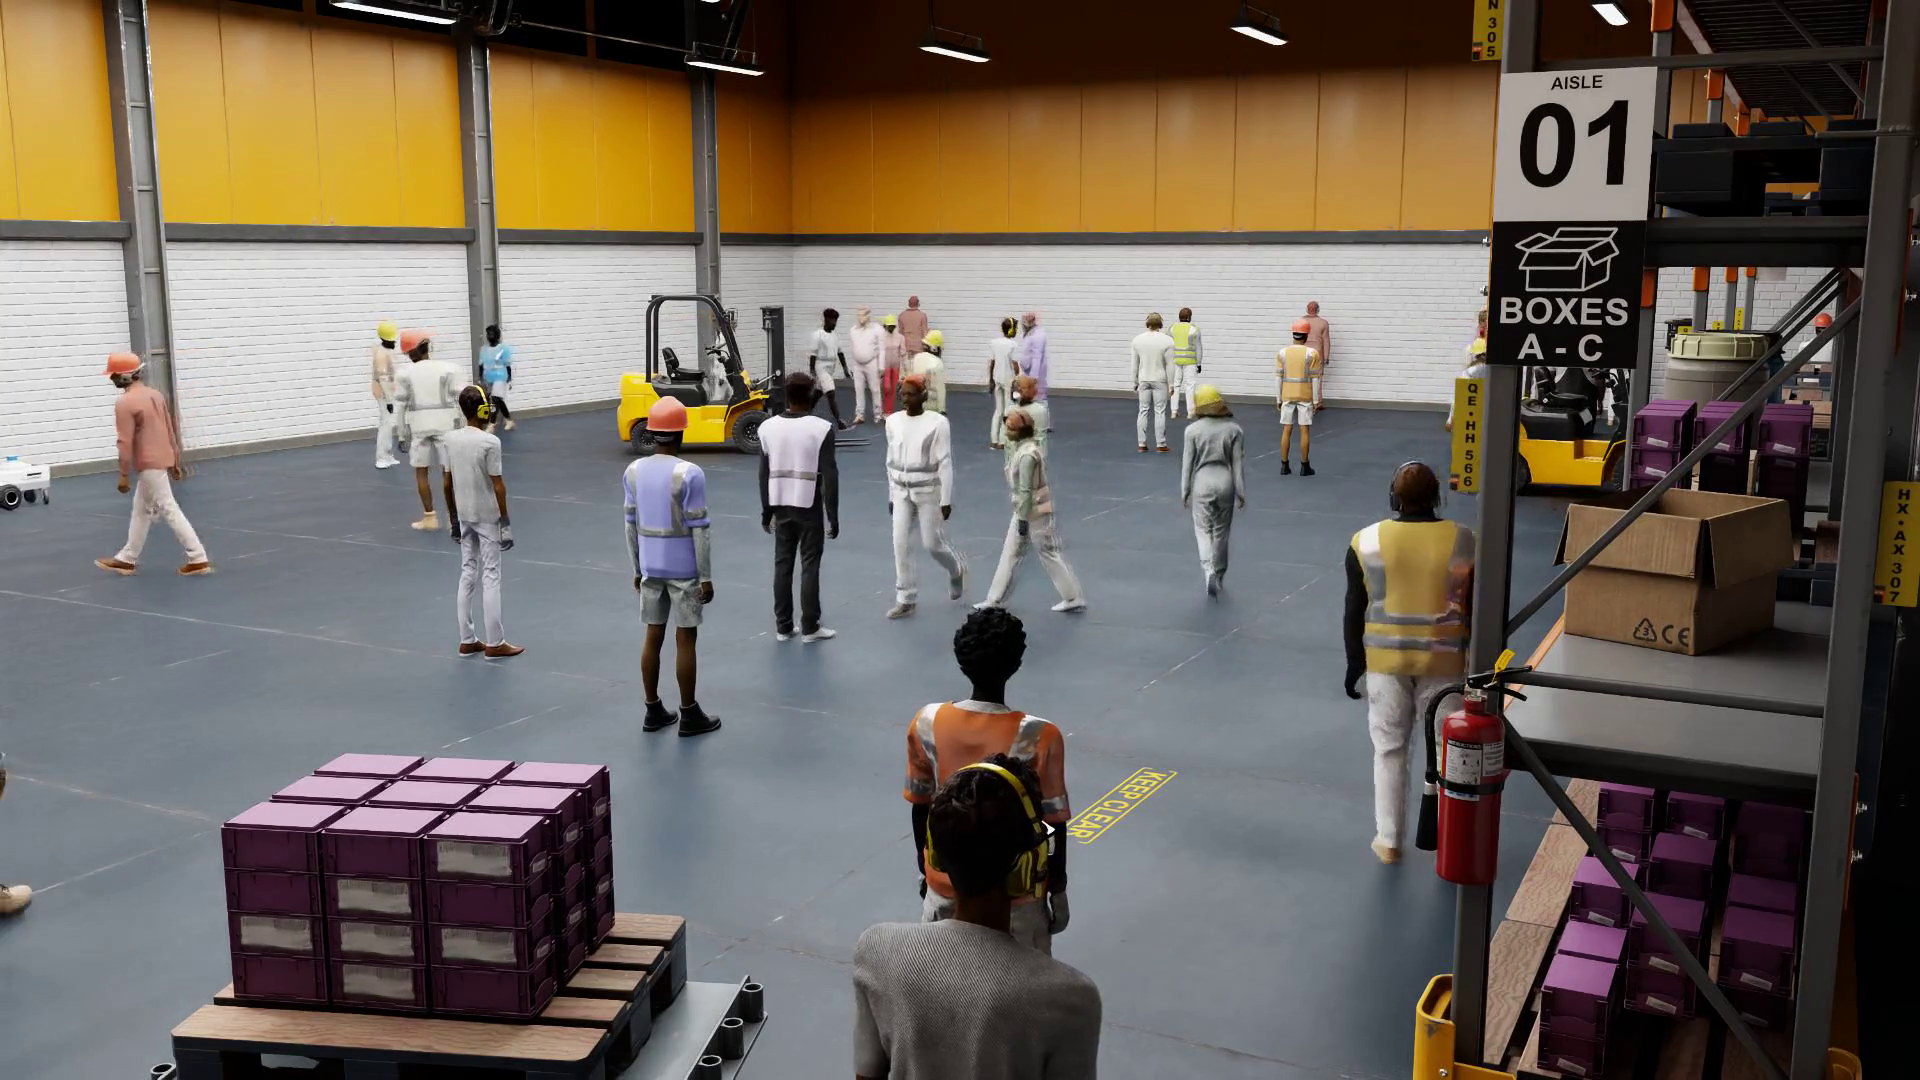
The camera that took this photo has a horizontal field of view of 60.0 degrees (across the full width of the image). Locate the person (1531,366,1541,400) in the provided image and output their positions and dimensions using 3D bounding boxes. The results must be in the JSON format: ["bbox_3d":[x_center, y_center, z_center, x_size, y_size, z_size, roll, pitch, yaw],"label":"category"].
[{"bbox_3d":[8.282,-2.241,23.374,0.594,1.926,0.367,5,11,26],"label":"person"}]

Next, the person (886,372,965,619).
[{"bbox_3d":[-0.271,-0.358,12.679,0.585,1.863,0.777,6,12,32],"label":"person"}]

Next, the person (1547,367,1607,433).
[{"bbox_3d":[7.417,-1.717,20.016,0.694,2.000,0.538,5,11,25],"label":"person"}]

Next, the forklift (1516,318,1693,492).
[{"bbox_3d":[7.066,-1.601,18.899,2.313,2.155,1.214,5,11,27],"label":"forklift"}]

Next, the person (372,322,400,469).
[{"bbox_3d":[-7.327,-1.855,21.321,0.386,1.877,0.693,-2,10,-10],"label":"person"}]

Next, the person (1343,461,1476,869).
[{"bbox_3d":[2.073,0.569,7.476,0.708,1.822,0.430,3,10,16],"label":"person"}]

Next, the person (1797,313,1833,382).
[{"bbox_3d":[11.552,-2.072,22.376,0.553,1.937,0.374,5,11,26],"label":"person"}]

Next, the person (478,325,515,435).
[{"bbox_3d":[-7.067,-2.447,25.362,0.537,1.656,0.888,4,11,23],"label":"person"}]

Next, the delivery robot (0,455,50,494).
[{"bbox_3d":[-10.265,-0.680,18.037,0.477,0.478,0.707,4,11,22],"label":"delivery robot"}]

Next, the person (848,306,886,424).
[{"bbox_3d":[-1.510,-2.789,26.647,0.651,1.916,0.407,4,11,23],"label":"person"}]

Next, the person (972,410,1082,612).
[{"bbox_3d":[0.528,-0.207,12.610,0.852,1.575,0.554,-2,10,-9],"label":"person"}]

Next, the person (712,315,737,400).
[{"bbox_3d":[-3.442,-2.524,25.277,0.925,1.836,0.575,-3,10,-15],"label":"person"}]

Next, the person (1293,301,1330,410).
[{"bbox_3d":[6.160,-3.223,29.109,0.651,1.912,0.409,5,11,26],"label":"person"}]

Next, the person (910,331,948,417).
[{"bbox_3d":[-0.406,-1.677,20.505,0.481,1.797,0.624,-8,13,-39],"label":"person"}]

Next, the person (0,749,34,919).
[{"bbox_3d":[-4.080,0.630,6.568,0.668,1.991,0.800,4,11,22],"label":"person"}]

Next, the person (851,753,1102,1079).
[{"bbox_3d":[0.046,1.300,3.044,0.531,1.870,0.316,5,11,26],"label":"person"}]

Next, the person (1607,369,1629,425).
[{"bbox_3d":[10.566,-2.730,26.448,0.633,1.845,0.429,5,11,26],"label":"person"}]

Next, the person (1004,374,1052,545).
[{"bbox_3d":[0.631,-0.741,15.559,0.412,1.620,0.525,-9,13,-43],"label":"person"}]

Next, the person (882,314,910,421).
[{"bbox_3d":[-1.116,-2.807,27.170,0.542,1.743,0.593,-5,11,-26],"label":"person"}]

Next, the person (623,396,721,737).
[{"bbox_3d":[-1.637,0.152,9.478,0.551,1.941,0.342,5,11,26],"label":"person"}]

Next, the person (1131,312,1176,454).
[{"bbox_3d":[2.657,-2.151,22.821,0.635,1.939,0.360,5,11,26],"label":"person"}]

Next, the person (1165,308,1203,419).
[{"bbox_3d":[3.730,-2.933,27.632,0.633,1.842,0.429,5,11,26],"label":"person"}]

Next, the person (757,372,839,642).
[{"bbox_3d":[-1.147,-0.222,11.779,0.614,1.909,0.404,3,10,19],"label":"person"}]

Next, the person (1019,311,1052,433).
[{"bbox_3d":[1.123,-2.529,25.221,0.656,1.867,0.663,-4,11,-22],"label":"person"}]

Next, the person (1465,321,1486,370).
[{"bbox_3d":[7.089,-2.068,22.657,0.589,1.827,0.448,-6,12,-33],"label":"person"}]

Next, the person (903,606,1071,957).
[{"bbox_3d":[0.093,1.037,5.053,0.540,1.699,0.315,5,11,26],"label":"person"}]

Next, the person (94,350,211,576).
[{"bbox_3d":[-6.848,-0.634,14.068,0.965,1.941,0.624,-1,10,-4],"label":"person"}]

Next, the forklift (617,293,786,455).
[{"bbox_3d":[-3.588,-2.317,23.042,2.313,2.155,1.214,-1,10,-5],"label":"forklift"}]

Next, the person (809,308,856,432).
[{"bbox_3d":[-2.076,-2.621,25.700,1.048,1.906,0.626,5,11,27],"label":"person"}]

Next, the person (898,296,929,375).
[{"bbox_3d":[-0.882,-3.818,32.548,0.651,1.912,0.409,5,11,26],"label":"person"}]

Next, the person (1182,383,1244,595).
[{"bbox_3d":[2.042,-0.409,13.376,0.500,1.710,0.708,0,10,2],"label":"person"}]

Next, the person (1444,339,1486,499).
[{"bbox_3d":[5.761,-1.357,18.646,0.605,1.782,0.906,-5,11,-25],"label":"person"}]

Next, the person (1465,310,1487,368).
[{"bbox_3d":[7.871,-2.552,25.300,0.406,1.892,0.821,3,10,17],"label":"person"}]

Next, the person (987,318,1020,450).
[{"bbox_3d":[0.591,-2.166,23.257,0.618,1.840,0.329,9,13,43],"label":"person"}]

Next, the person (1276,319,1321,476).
[{"bbox_3d":[4.181,-1.760,20.558,0.551,1.936,0.356,5,11,26],"label":"person"}]

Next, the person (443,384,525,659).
[{"bbox_3d":[-3.249,-0.123,11.283,0.531,1.870,0.316,5,11,26],"label":"person"}]

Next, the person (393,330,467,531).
[{"bbox_3d":[-5.170,-1.067,16.433,0.768,1.998,0.370,-2,10,-12],"label":"person"}]
